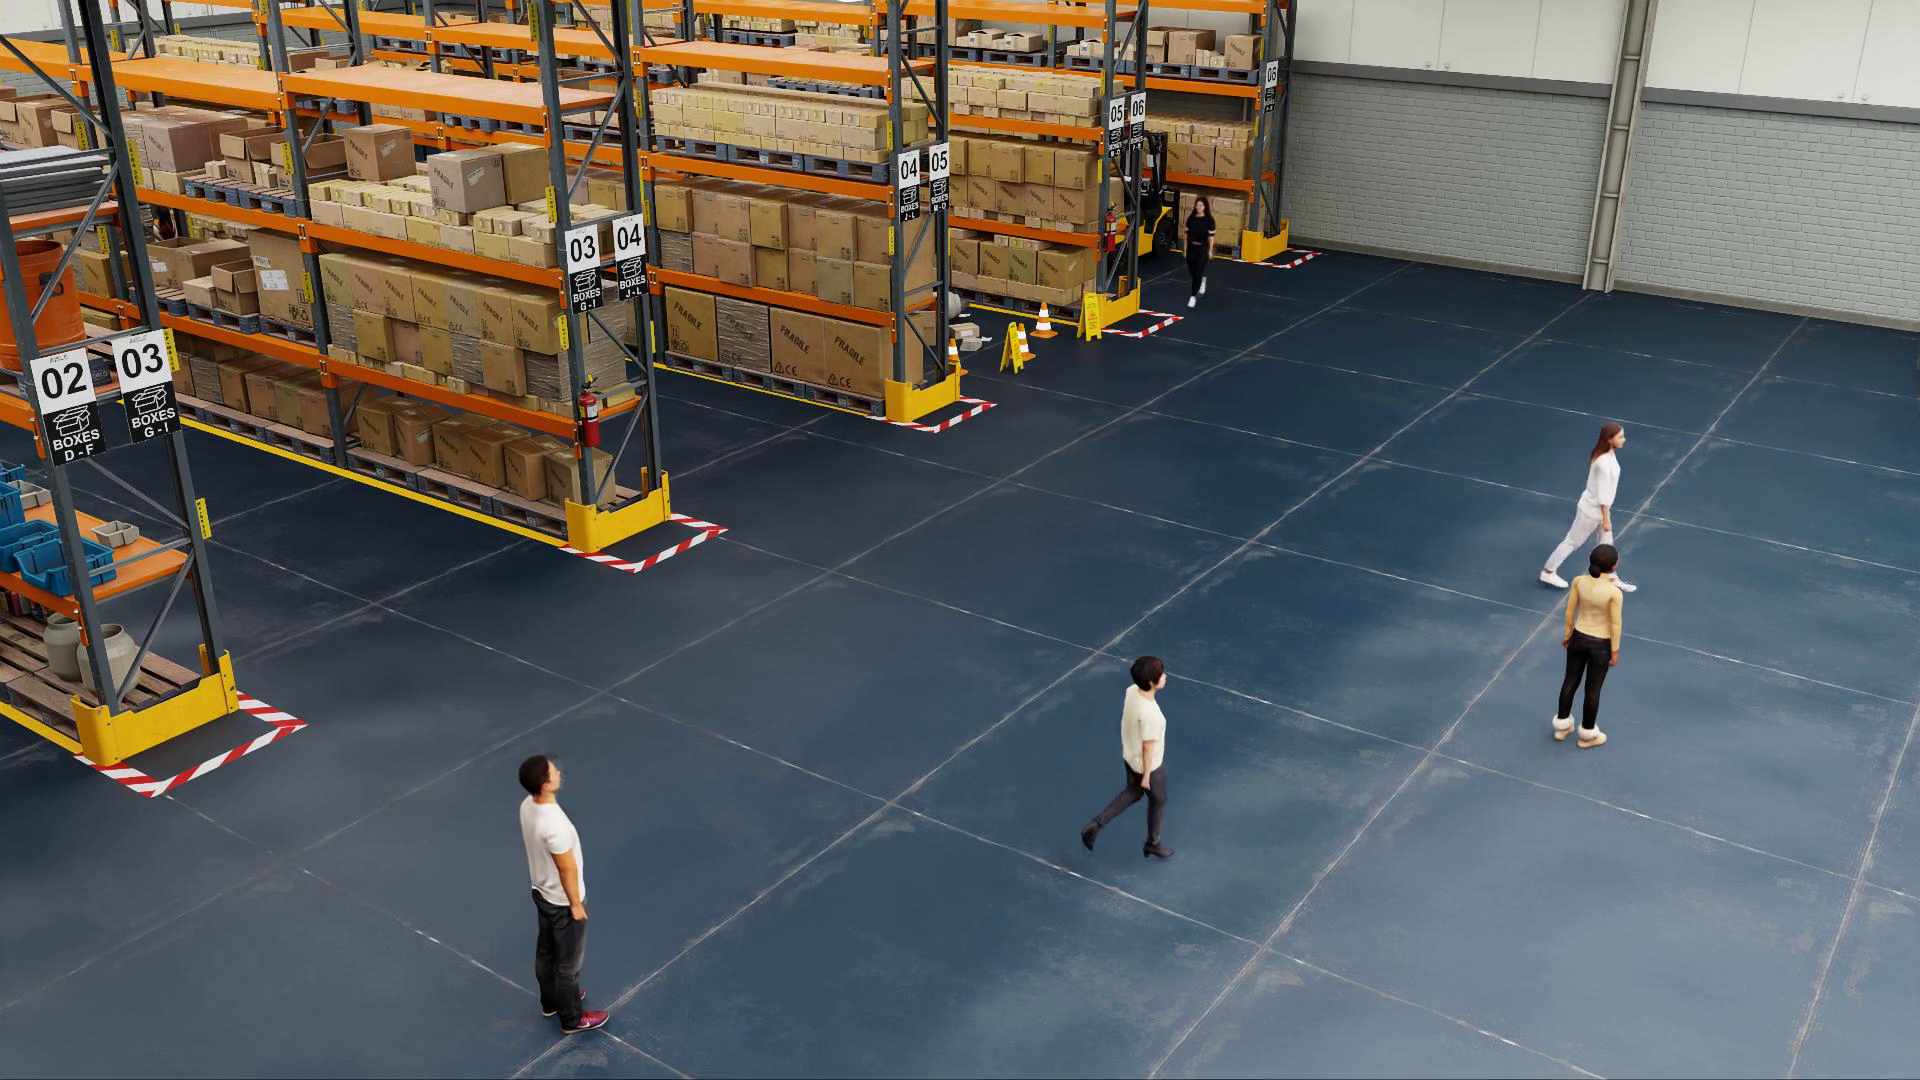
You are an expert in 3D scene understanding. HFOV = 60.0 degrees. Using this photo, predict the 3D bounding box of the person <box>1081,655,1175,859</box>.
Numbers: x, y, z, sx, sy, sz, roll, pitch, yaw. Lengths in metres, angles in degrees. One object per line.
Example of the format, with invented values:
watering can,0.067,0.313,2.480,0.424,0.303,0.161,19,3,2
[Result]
person,1.168,1.506,11.236,0.952,1.563,0.947,-7,24,-16

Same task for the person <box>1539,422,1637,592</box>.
person,5.762,-0.280,15.334,1.120,1.644,0.741,11,25,23

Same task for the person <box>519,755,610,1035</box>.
person,-2.356,2.042,9.667,0.748,1.805,0.568,-18,29,-36

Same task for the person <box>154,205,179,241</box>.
person,-11.493,-4.089,24.282,0.508,1.651,0.551,17,28,34

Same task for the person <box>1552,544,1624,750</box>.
person,4.841,0.797,12.782,0.710,1.659,0.549,-19,30,-38

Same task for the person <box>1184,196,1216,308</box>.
person,3.585,-4.334,24.900,1.011,1.619,0.810,9,25,20
